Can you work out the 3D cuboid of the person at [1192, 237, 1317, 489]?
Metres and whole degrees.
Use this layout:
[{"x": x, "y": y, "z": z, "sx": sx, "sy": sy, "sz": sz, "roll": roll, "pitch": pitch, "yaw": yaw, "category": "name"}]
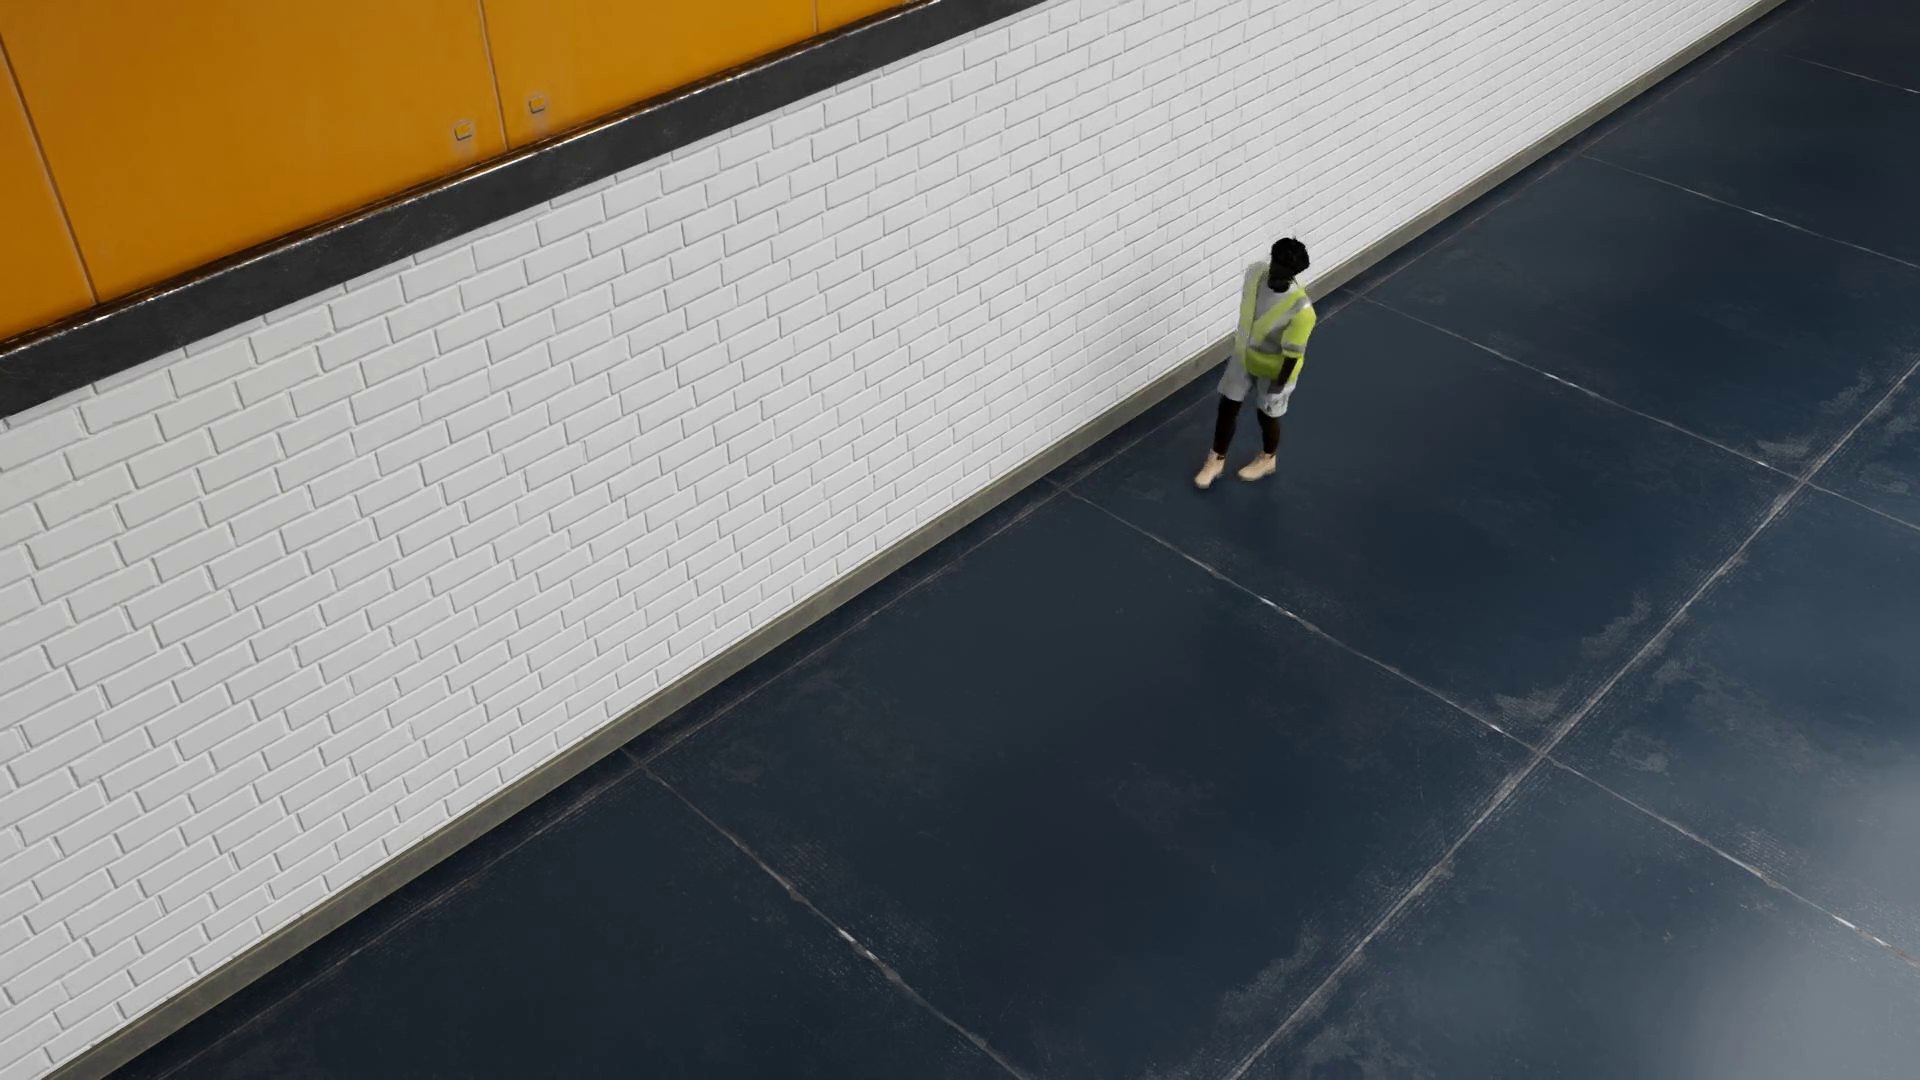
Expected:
[{"x": 1.610, "y": -0.935, "z": 8.968, "sx": 0.608, "sy": 1.652, "sz": 0.585, "roll": -26, "pitch": 46, "yaw": -29, "category": "person"}]
